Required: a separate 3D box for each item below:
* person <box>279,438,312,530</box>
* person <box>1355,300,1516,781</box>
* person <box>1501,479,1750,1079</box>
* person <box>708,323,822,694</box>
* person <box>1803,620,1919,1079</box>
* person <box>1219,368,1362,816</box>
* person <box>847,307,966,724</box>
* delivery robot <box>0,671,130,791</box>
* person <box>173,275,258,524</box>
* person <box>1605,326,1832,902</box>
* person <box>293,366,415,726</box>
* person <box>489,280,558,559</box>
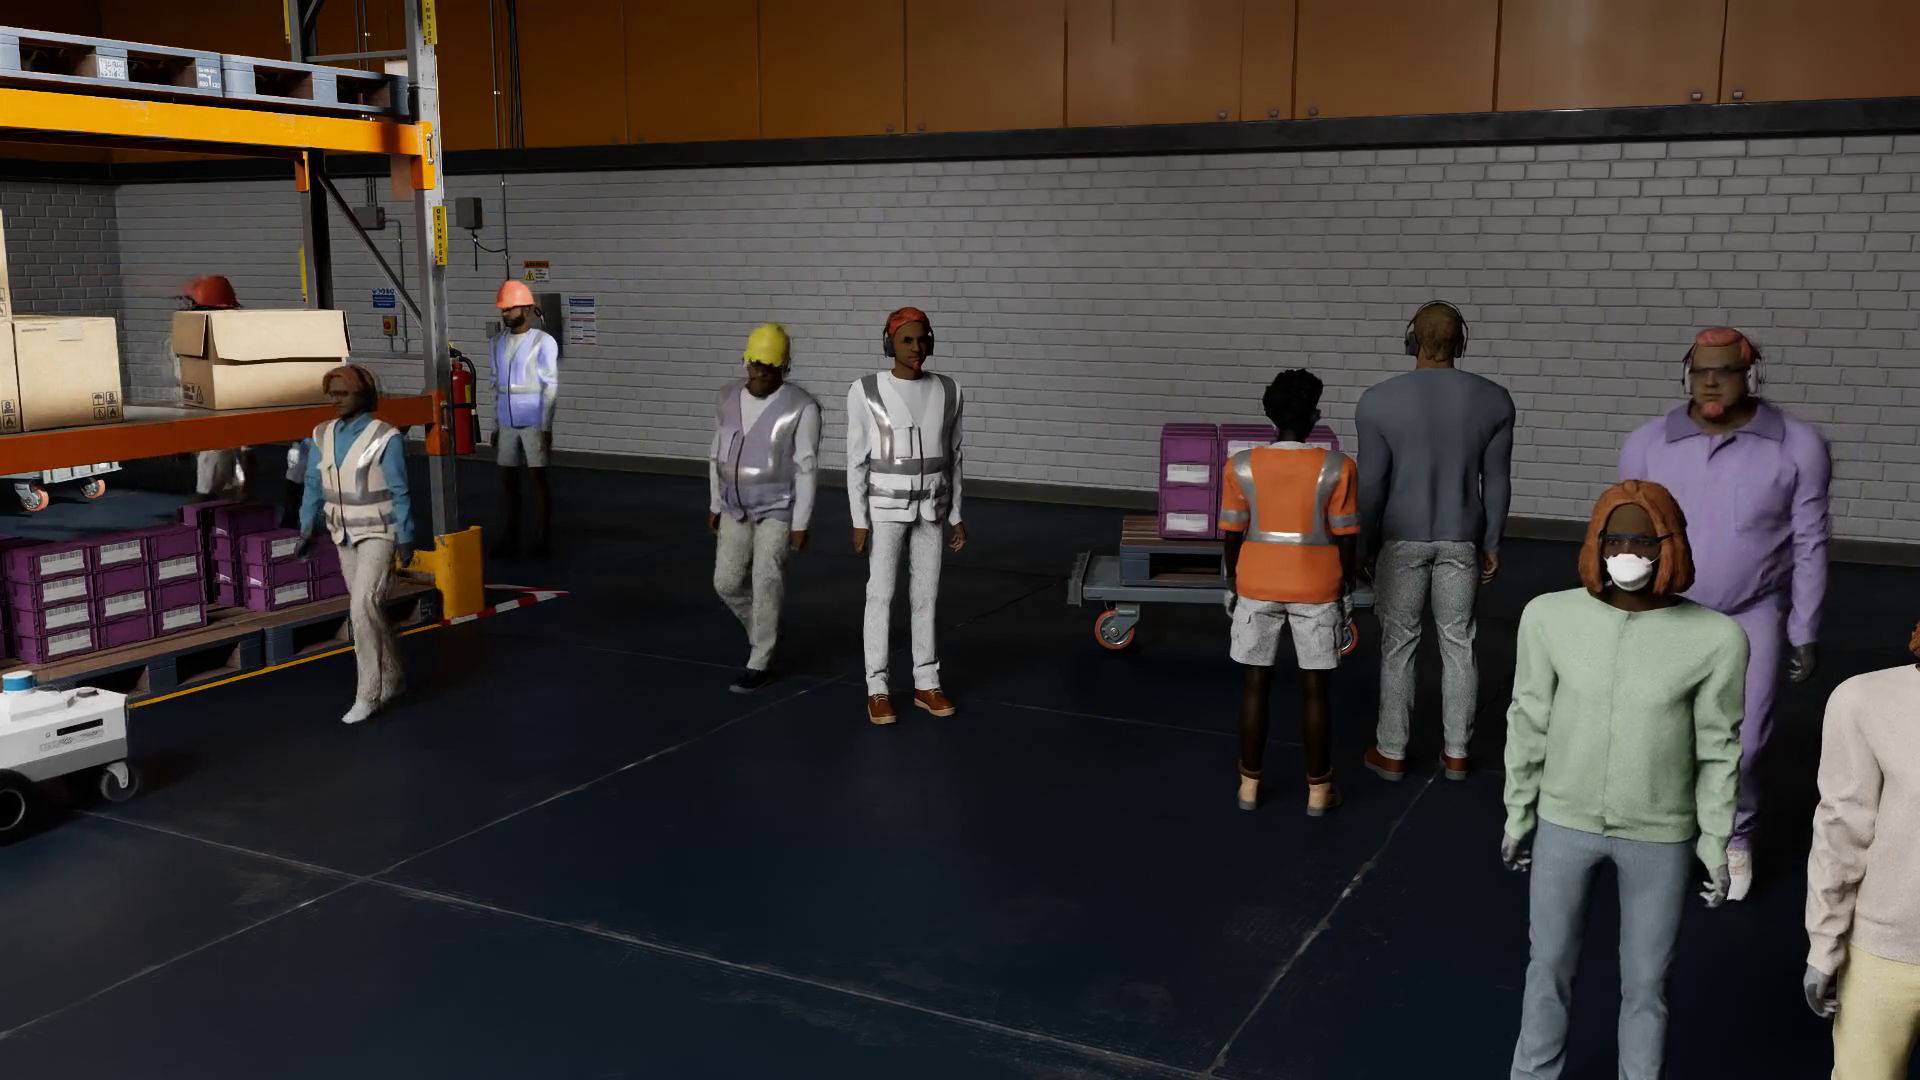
[{"bbox_3d":[-4.431,-0.644,11.344,0.862,1.655,0.535,-4,11,-24],"label":"person"},{"bbox_3d":[1.881,0.014,6.692,0.631,1.940,0.372,0,10,1],"label":"person"},{"bbox_3d":[1.484,0.670,3.771,0.498,1.634,0.284,5,11,27],"label":"person"},{"bbox_3d":[-0.966,-0.149,8.047,0.637,1.794,0.433,5,11,27],"label":"person"},{"bbox_3d":[1.839,0.792,3.093,0.496,1.629,0.277,4,11,22],"label":"person"},{"bbox_3d":[1.246,0.202,6.301,0.530,1.695,0.321,4,10,21],"label":"person"},{"bbox_3d":[-0.236,-0.110,7.573,0.576,1.882,0.355,-5,11,-26],"label":"person"},{"bbox_3d":[-3.512,0.736,6.240,0.477,0.478,0.707,6,11,30],"label":"delivery robot"},{"bbox_3d":[-4.723,-0.651,10.402,0.617,2.002,1.045,9,13,42],"label":"person"},{"bbox_3d":[2.413,0.264,5.375,0.665,1.893,0.438,7,12,34],"label":"person"},{"bbox_3d":[-2.795,0.020,7.610,0.528,1.614,0.680,5,11,26],"label":"person"},{"bbox_3d":[-3.055,-0.833,11.601,0.545,1.939,0.366,4,11,21],"label":"person"}]
